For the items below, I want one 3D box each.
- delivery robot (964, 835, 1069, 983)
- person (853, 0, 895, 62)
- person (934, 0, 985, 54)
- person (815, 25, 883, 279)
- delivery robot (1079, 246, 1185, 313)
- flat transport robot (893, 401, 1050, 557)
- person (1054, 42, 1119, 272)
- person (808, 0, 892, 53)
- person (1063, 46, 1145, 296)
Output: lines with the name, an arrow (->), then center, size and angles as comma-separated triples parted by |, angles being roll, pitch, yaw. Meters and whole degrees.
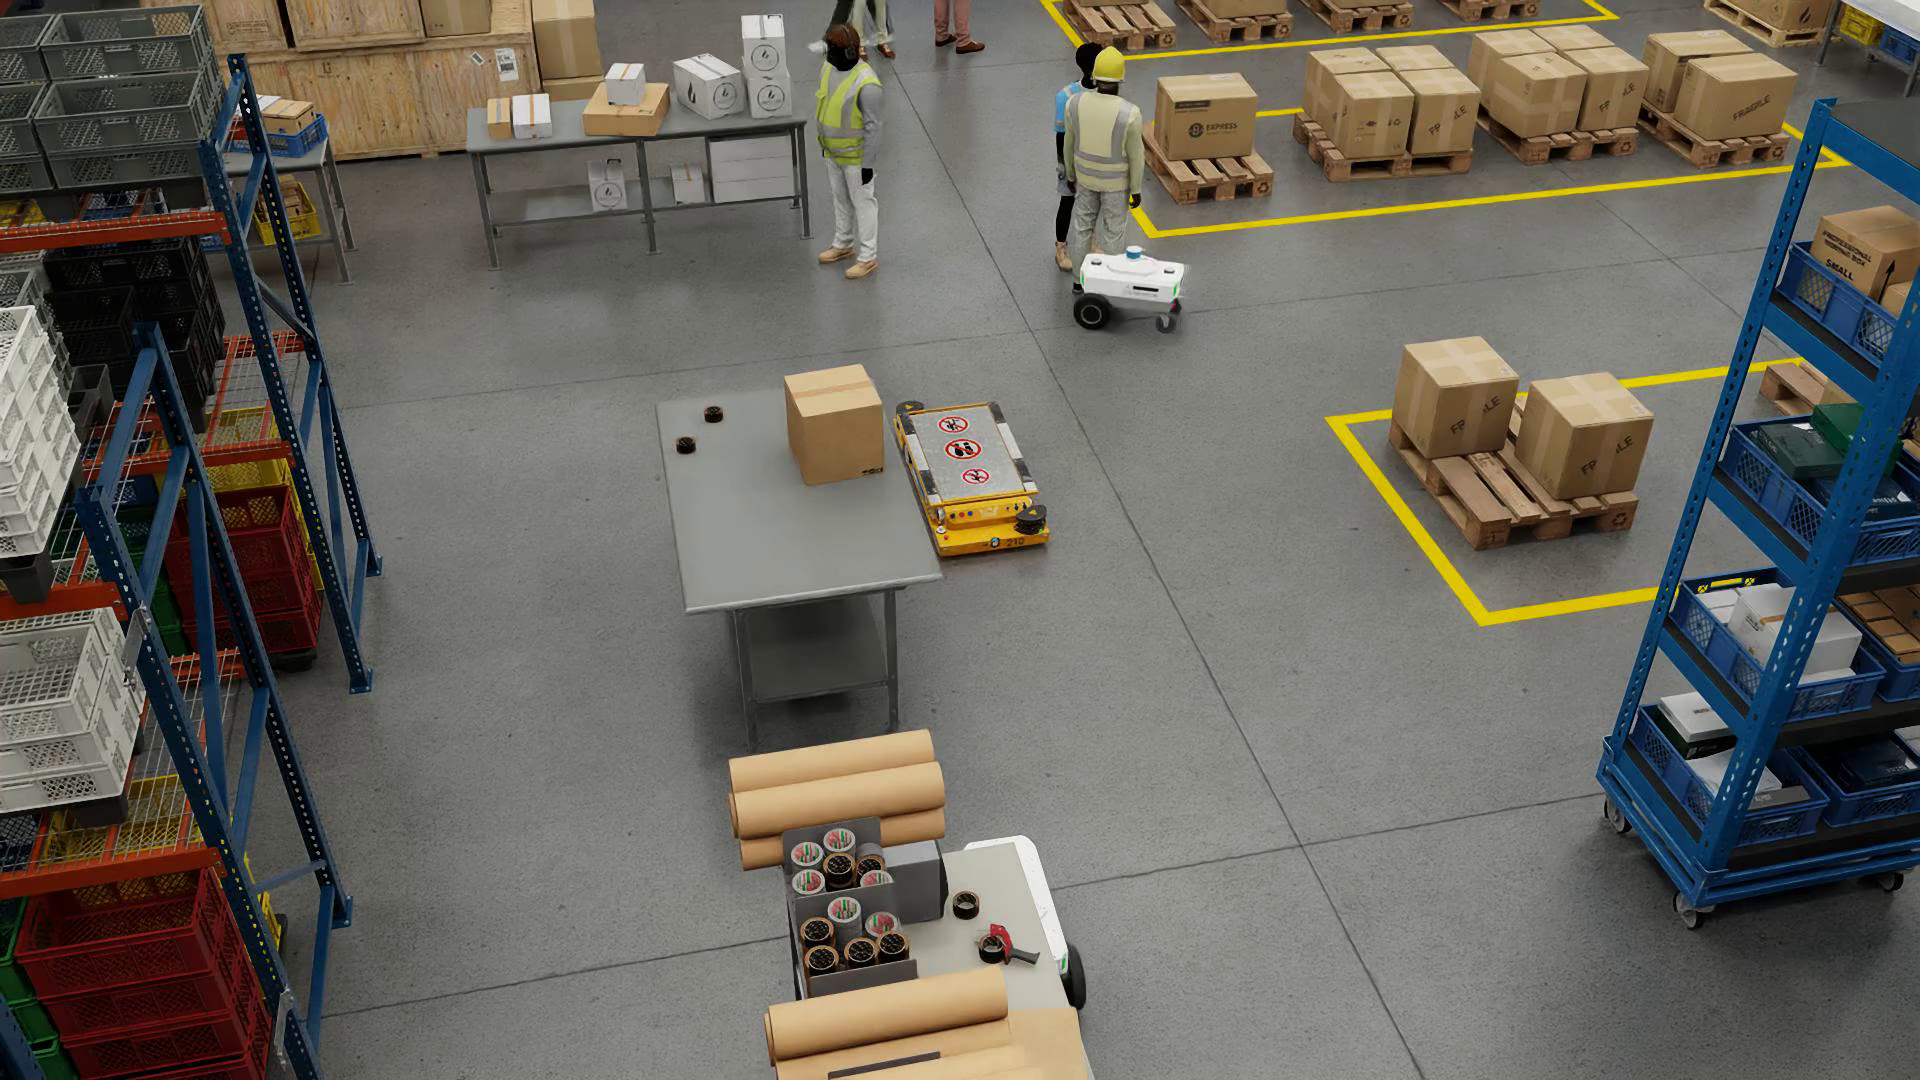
delivery robot -> 0.223, 1.590, 7.082 | 0.477, 0.478, 0.707 | -7, 37, -9
person -> -0.843, -5.392, 15.465 | 0.519, 1.856, 0.335 | -15, 39, -20
person -> -0.026, -5.574, 15.662 | 0.408, 1.906, 0.653 | -29, 45, -33
person -> -0.810, -2.798, 11.986 | 0.429, 1.844, 0.625 | -26, 44, -30
delivery robot -> 1.208, -1.827, 11.675 | 0.707, 0.478, 0.477 | 9, 38, 11
flat transport robot -> 0.046, -0.430, 10.108 | 0.652, 0.197, 1.431 | -8, 37, -10
person -> 0.915, -2.788, 12.091 | 0.540, 1.695, 0.317 | -20, 41, -24
person -> -1.069, -5.515, 15.621 | 0.955, 1.854, 0.605 | -17, 40, -21
person -> 1.016, -2.549, 11.653 | 0.600, 1.836, 0.404 | 19, 40, 23
